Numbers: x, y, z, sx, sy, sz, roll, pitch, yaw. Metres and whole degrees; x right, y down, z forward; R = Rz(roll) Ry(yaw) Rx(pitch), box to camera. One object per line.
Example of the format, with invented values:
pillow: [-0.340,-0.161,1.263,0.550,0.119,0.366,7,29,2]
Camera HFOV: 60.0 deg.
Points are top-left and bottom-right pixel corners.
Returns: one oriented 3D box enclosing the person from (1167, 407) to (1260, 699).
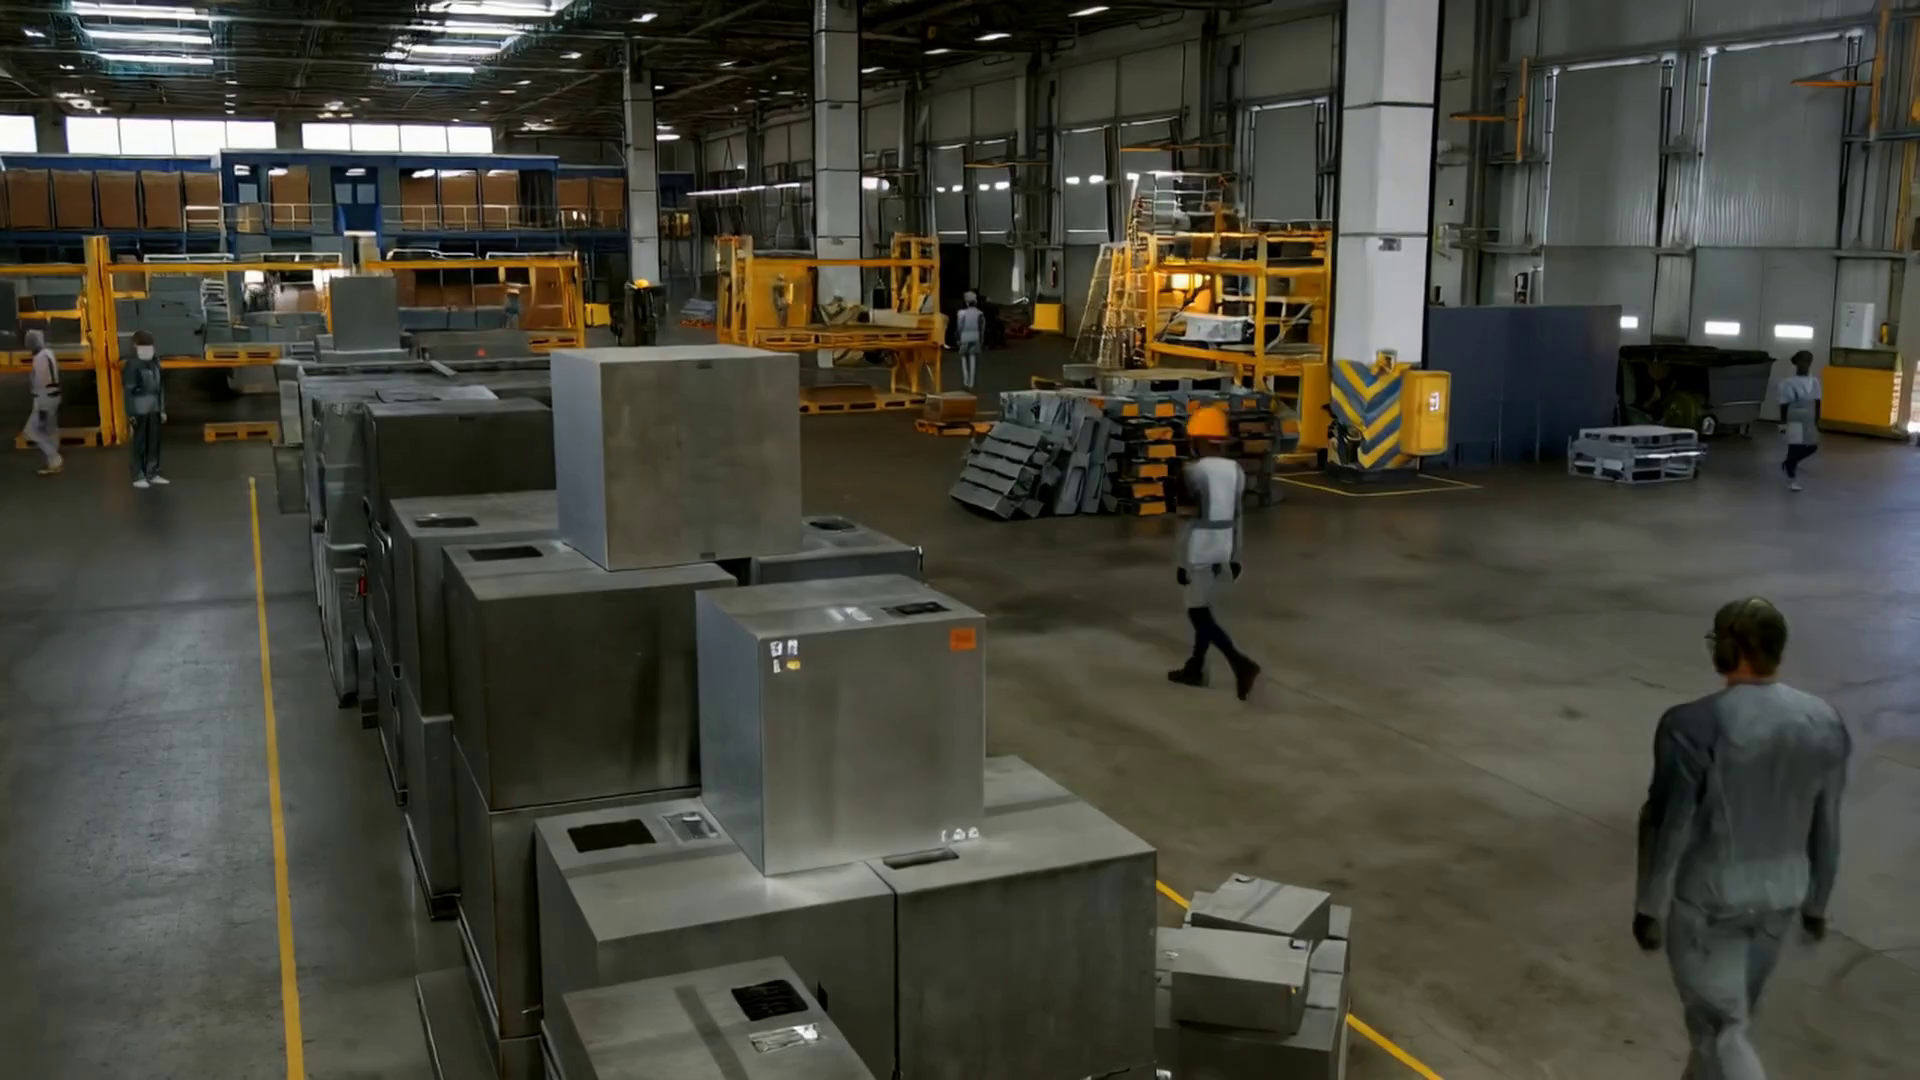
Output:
person: [1.672,0.094,10.865,0.547,1.917,0.809,-8,13,-38]

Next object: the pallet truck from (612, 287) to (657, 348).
pallet truck: [-6.464,-4.406,35.401,0.823,1.965,1.885,6,12,32]

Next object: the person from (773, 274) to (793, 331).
person: [-5.307,-6.974,49.754,0.624,1.927,0.780,3,11,17]

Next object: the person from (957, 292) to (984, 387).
person: [0.205,-4.106,33.982,0.579,1.903,0.846,-1,10,-5]

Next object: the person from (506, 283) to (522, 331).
person: [-12.939,-6.576,48.157,0.494,1.709,0.858,4,11,22]

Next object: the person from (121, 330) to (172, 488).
person: [-9.815,-1.580,20.087,0.428,1.913,0.597,3,11,15]

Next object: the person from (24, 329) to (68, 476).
person: [-11.581,-1.725,20.980,0.419,1.868,0.610,-4,11,-21]

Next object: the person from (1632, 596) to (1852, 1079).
person: [2.451,1.133,5.152,0.642,1.911,0.924,-2,10,-10]

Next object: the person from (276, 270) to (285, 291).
person: [-23.879,-8.532,58.453,0.337,1.882,0.584,-3,11,-14]

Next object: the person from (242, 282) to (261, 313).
person: [-18.903,-5.953,44.395,0.587,1.824,0.521,10,14,43]

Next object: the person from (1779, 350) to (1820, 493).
person: [9.950,-1.417,19.775,0.551,1.684,0.472,-3,11,-14]

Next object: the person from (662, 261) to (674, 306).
person: [-13.065,-11.415,74.073,0.612,1.986,0.407,0,10,-2]

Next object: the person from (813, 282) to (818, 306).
person: [-4.605,-8.028,55.915,0.618,1.806,0.942,-3,11,-14]
